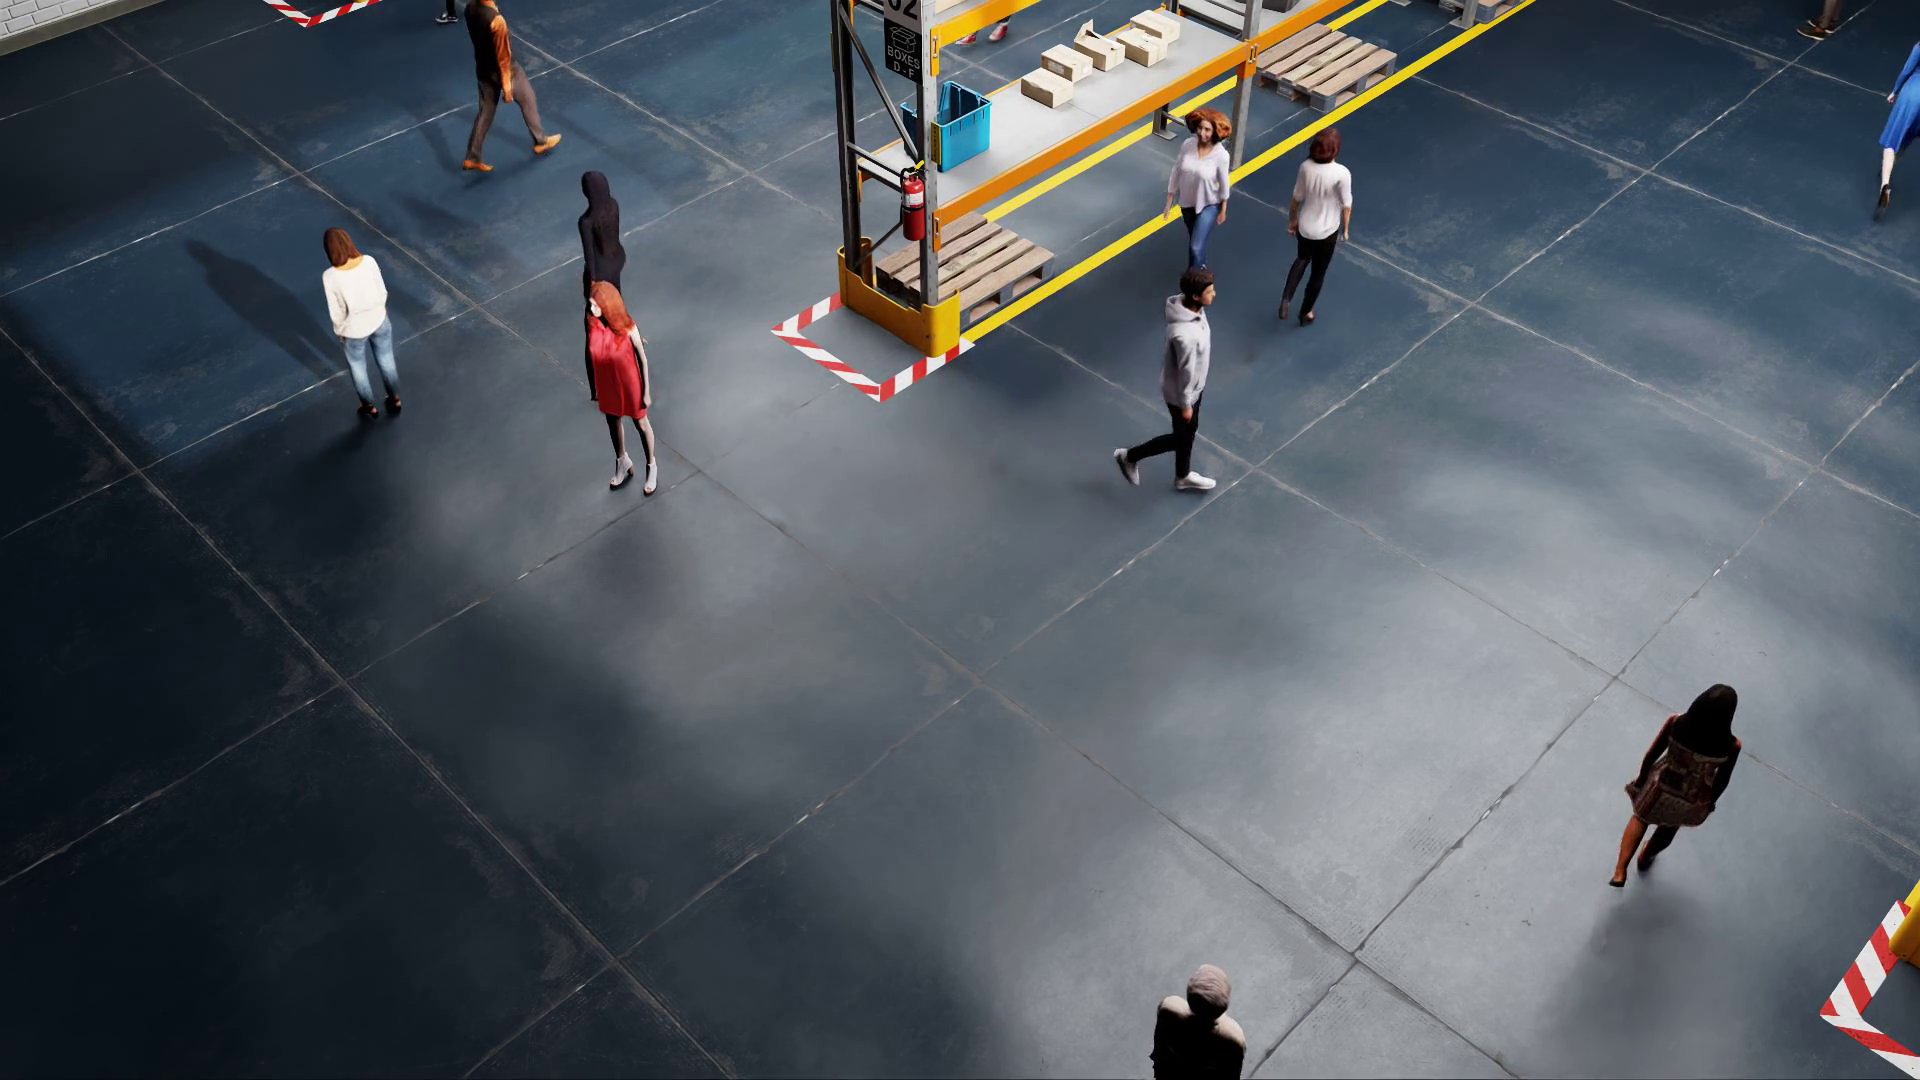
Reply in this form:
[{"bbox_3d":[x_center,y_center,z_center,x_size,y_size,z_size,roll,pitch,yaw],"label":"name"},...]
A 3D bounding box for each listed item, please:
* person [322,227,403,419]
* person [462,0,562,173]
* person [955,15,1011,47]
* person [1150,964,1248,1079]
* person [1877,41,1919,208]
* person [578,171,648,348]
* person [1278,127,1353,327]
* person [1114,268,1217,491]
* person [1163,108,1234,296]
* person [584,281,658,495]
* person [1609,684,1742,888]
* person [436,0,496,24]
[{"bbox_3d":[-4.454,-1.608,12.488,0.541,1.679,0.716,-28,50,-26],"label":"person"},{"bbox_3d":[-4.274,-4.188,15.060,0.770,1.867,1.305,30,51,27],"label":"person"},{"bbox_3d":[0.381,-5.945,16.997,0.825,1.738,1.017,26,49,25],"label":"person"},{"bbox_3d":[1.085,2.637,7.984,0.766,1.744,0.891,19,47,19],"label":"person"},{"bbox_3d":[8.419,-3.777,14.681,0.931,1.794,1.189,13,45,13],"label":"person"},{"bbox_3d":[-2.694,-2.096,12.974,0.824,1.716,0.777,16,46,16],"label":"person"},{"bbox_3d":[2.793,-2.413,13.258,0.677,1.783,0.741,28,50,26],"label":"person"},{"bbox_3d":[1.501,-1.089,11.773,1.067,1.914,1.074,8,44,9],"label":"person"},{"bbox_3d":[2.043,-2.844,13.780,0.668,1.686,1.004,32,52,29],"label":"person"},{"bbox_3d":[-2.413,-1.092,11.841,0.682,1.825,0.677,12,45,12],"label":"person"},{"bbox_3d":[4.005,1.431,9.333,0.727,1.631,0.913,25,49,24],"label":"person"},{"bbox_3d":[-5.278,-6.056,17.479,0.941,1.236,0.818,-6,44,-7],"label":"person"}]
